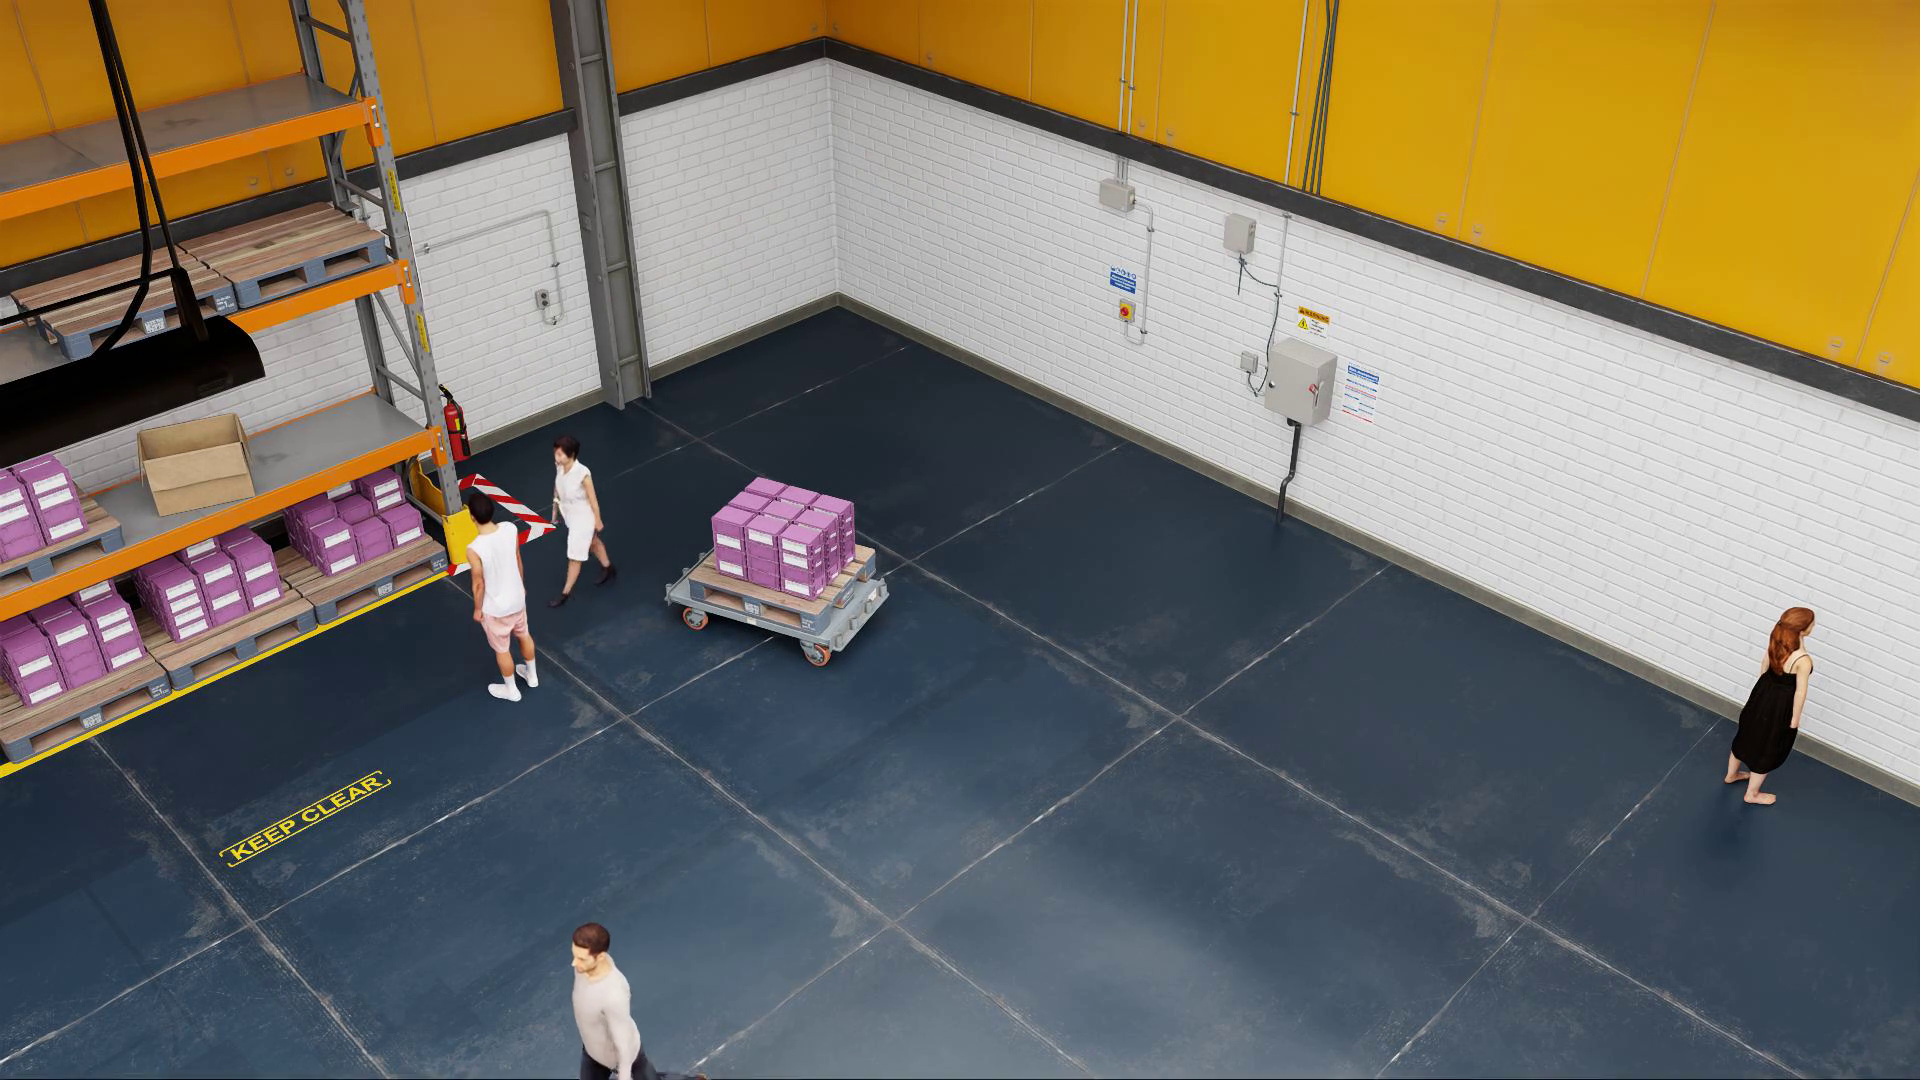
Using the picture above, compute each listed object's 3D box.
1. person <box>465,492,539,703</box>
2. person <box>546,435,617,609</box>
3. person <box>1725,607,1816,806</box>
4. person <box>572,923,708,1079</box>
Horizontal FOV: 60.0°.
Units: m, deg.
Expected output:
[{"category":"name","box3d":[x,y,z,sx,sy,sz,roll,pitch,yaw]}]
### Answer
[{"category":"person","box3d":[-3.463,0.433,12.556,0.731,1.789,0.560,22,40,30]},{"category":"person","box3d":[-3.089,-0.213,13.775,0.612,1.515,0.999,25,41,33]},{"category":"person","box3d":[5.694,1.136,11.646,0.706,1.625,0.667,-8,34,-12]},{"category":"person","box3d":[-1.808,2.724,9.074,1.219,1.828,0.665,-28,43,-36]}]
